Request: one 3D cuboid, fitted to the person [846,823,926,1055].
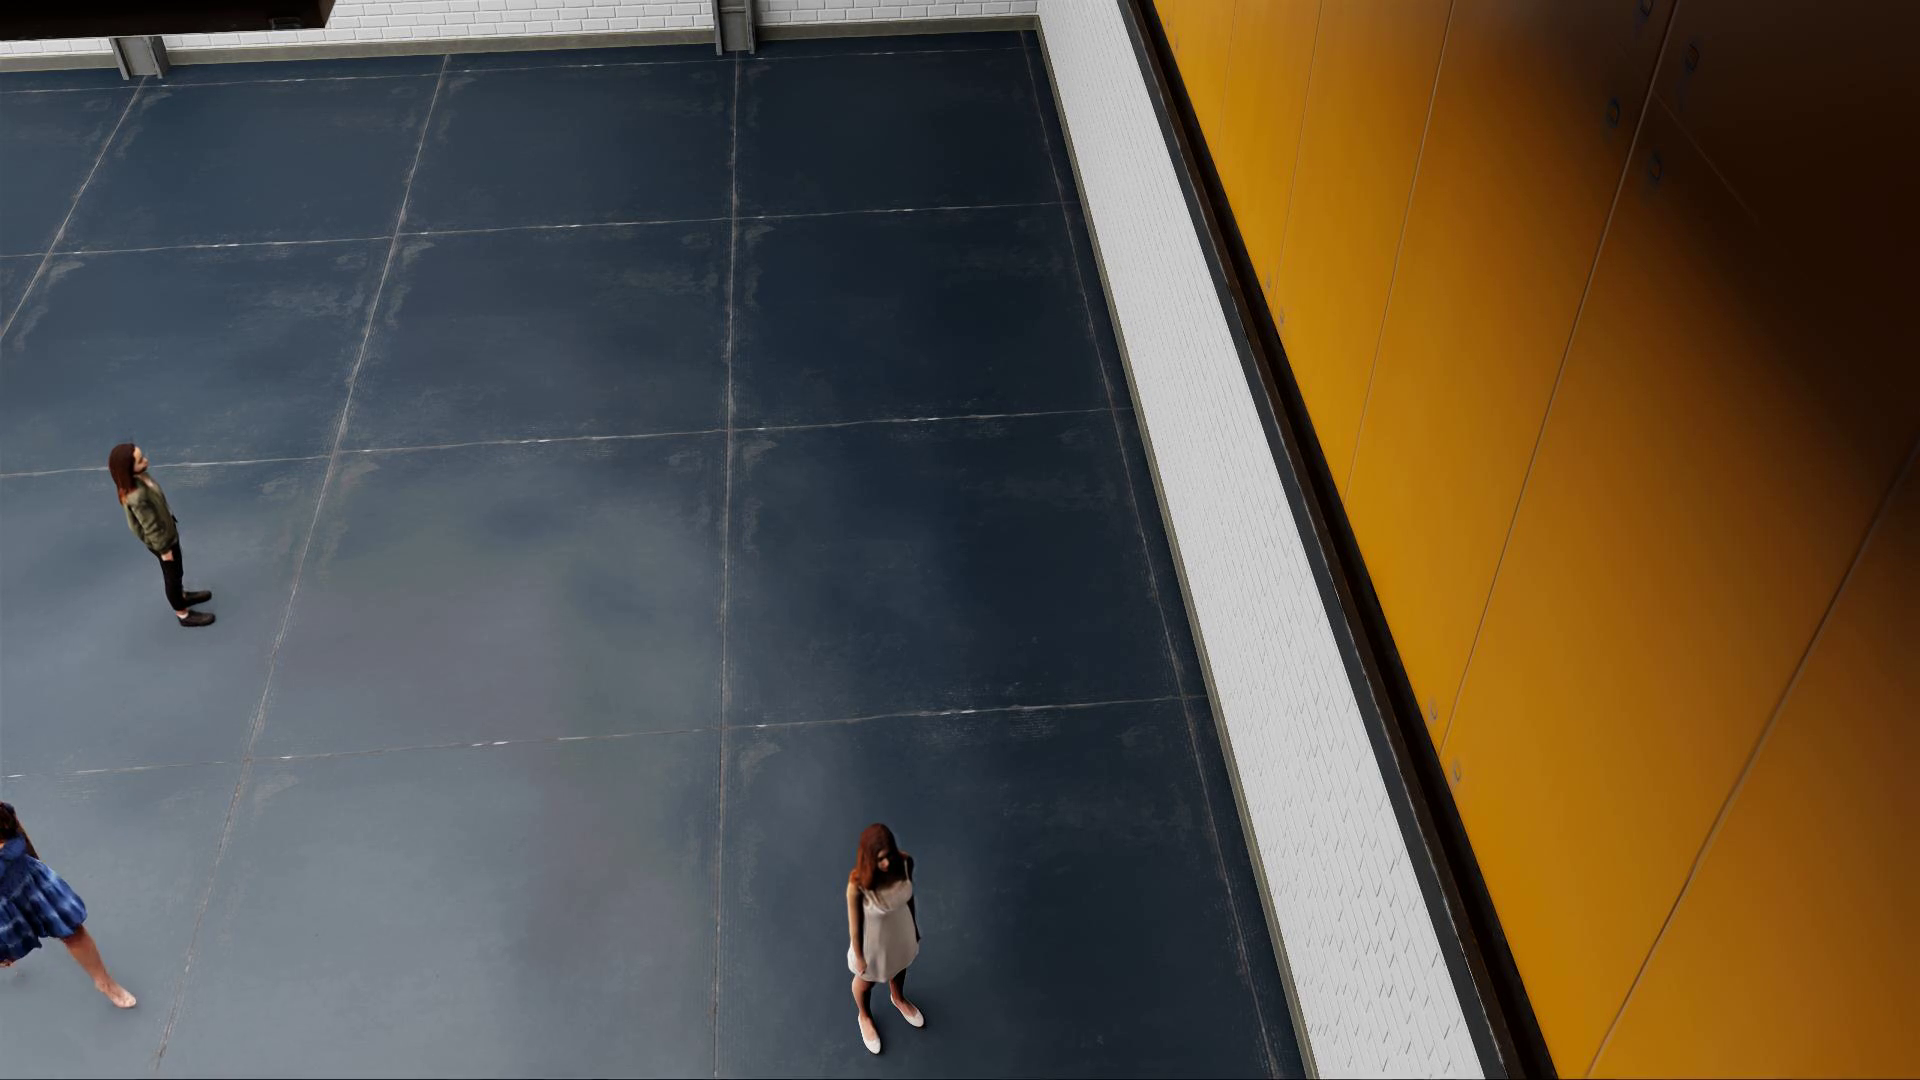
[{"bbox_3d":[-0.403,2.026,8.616,0.607,1.712,0.703,-25,49,-24],"label":"person"}]

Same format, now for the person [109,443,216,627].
[{"bbox_3d":[-5.282,-0.047,10.963,0.596,1.476,0.641,-16,46,-17],"label":"person"}]

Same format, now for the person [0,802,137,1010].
[{"bbox_3d":[-4.979,1.889,8.709,1.199,1.782,0.972,16,46,16],"label":"person"}]
